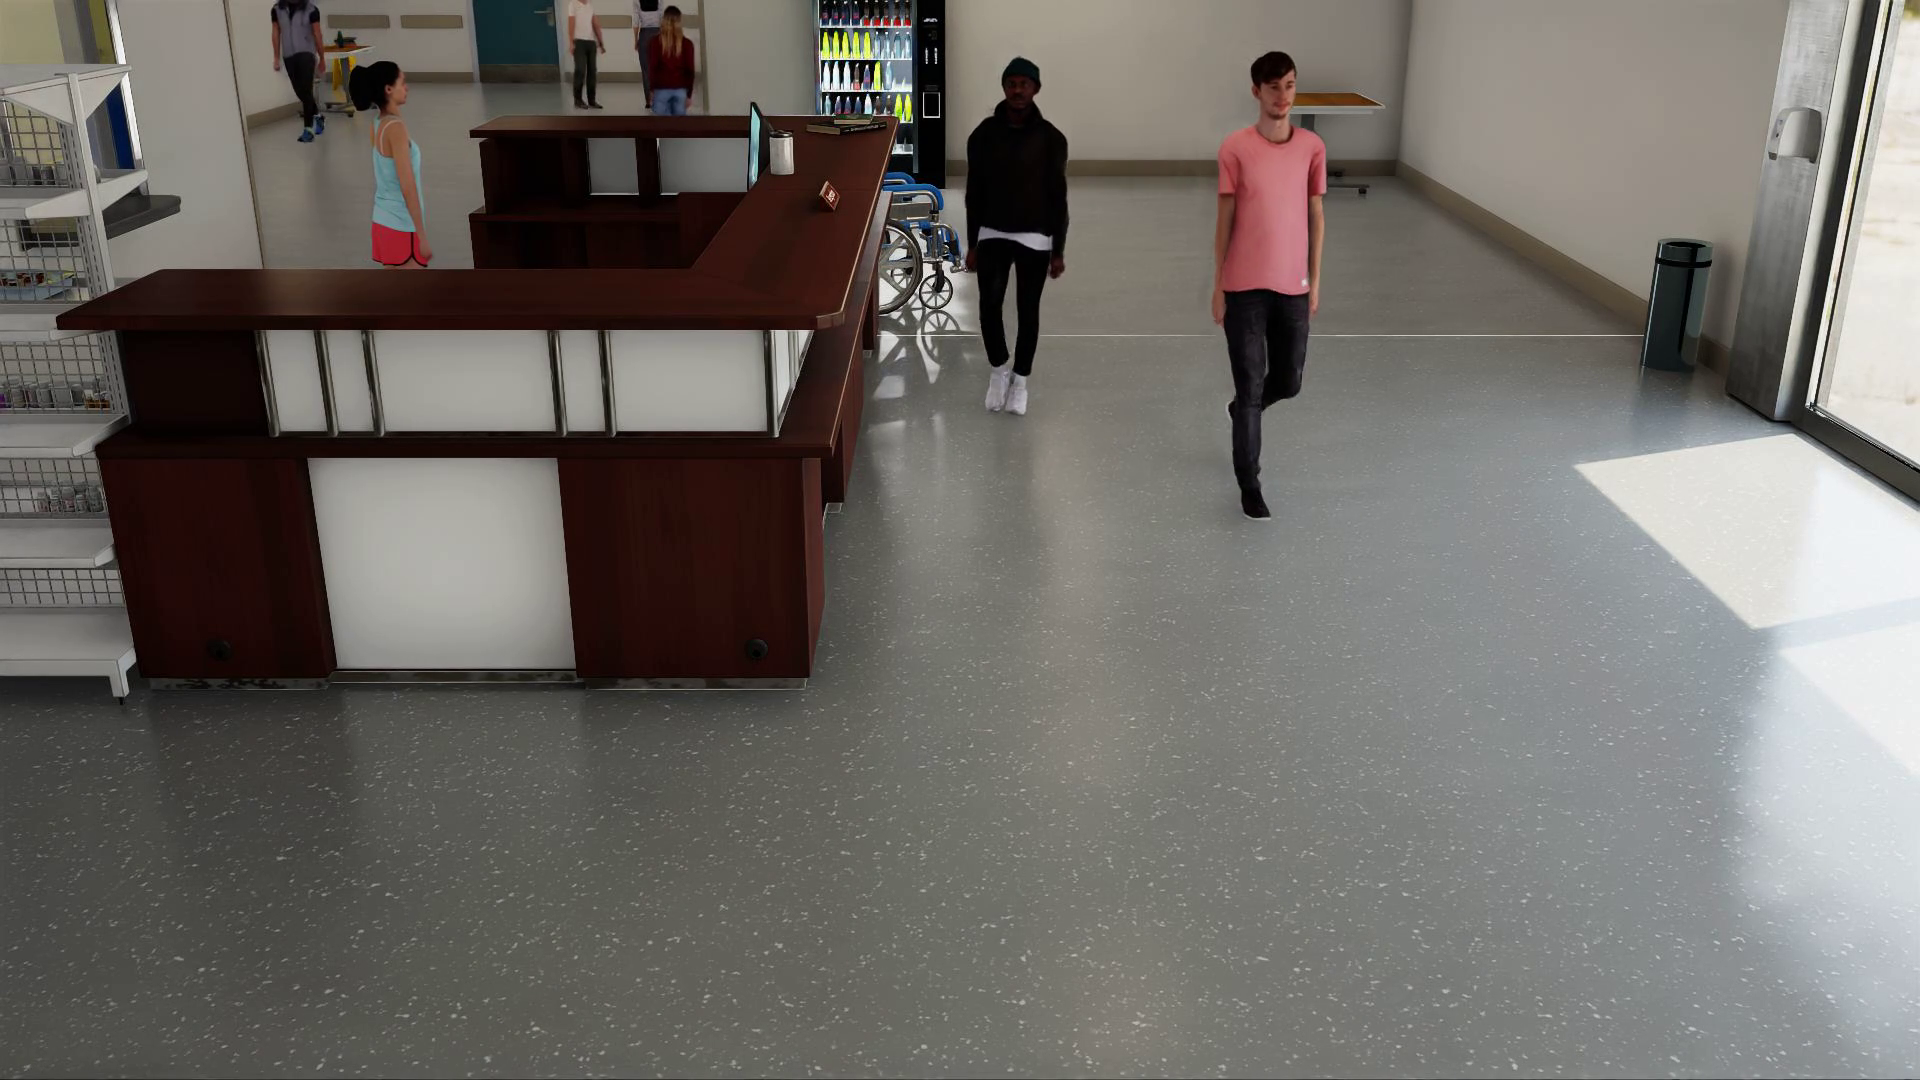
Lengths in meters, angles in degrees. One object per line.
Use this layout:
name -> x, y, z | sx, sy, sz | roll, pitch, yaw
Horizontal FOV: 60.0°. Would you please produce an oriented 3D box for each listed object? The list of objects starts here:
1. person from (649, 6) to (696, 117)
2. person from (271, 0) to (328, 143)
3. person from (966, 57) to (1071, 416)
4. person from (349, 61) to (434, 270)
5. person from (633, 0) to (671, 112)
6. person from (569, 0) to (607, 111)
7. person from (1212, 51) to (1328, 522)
person -> -2.791, -4.338, 16.193 | 0.741, 1.612, 0.789 | -8, 22, -21
person -> -7.437, -5.438, 18.844 | 1.155, 1.790, 0.791 | 1, 21, 4
person -> 0.296, -1.557, 8.570 | 0.604, 1.810, 0.770 | 2, 21, 5
person -> -2.967, -1.634, 8.837 | 0.716, 1.765, 0.676 | -14, 25, -33
person -> -4.058, -6.549, 21.855 | 0.504, 1.736, 0.687 | -3, 21, -7
person -> -4.985, -6.540, 21.952 | 0.719, 1.650, 0.781 | -18, 28, -40
person -> 1.288, -1.089, 7.154 | 0.978, 1.938, 0.793 | -3, 21, -8
